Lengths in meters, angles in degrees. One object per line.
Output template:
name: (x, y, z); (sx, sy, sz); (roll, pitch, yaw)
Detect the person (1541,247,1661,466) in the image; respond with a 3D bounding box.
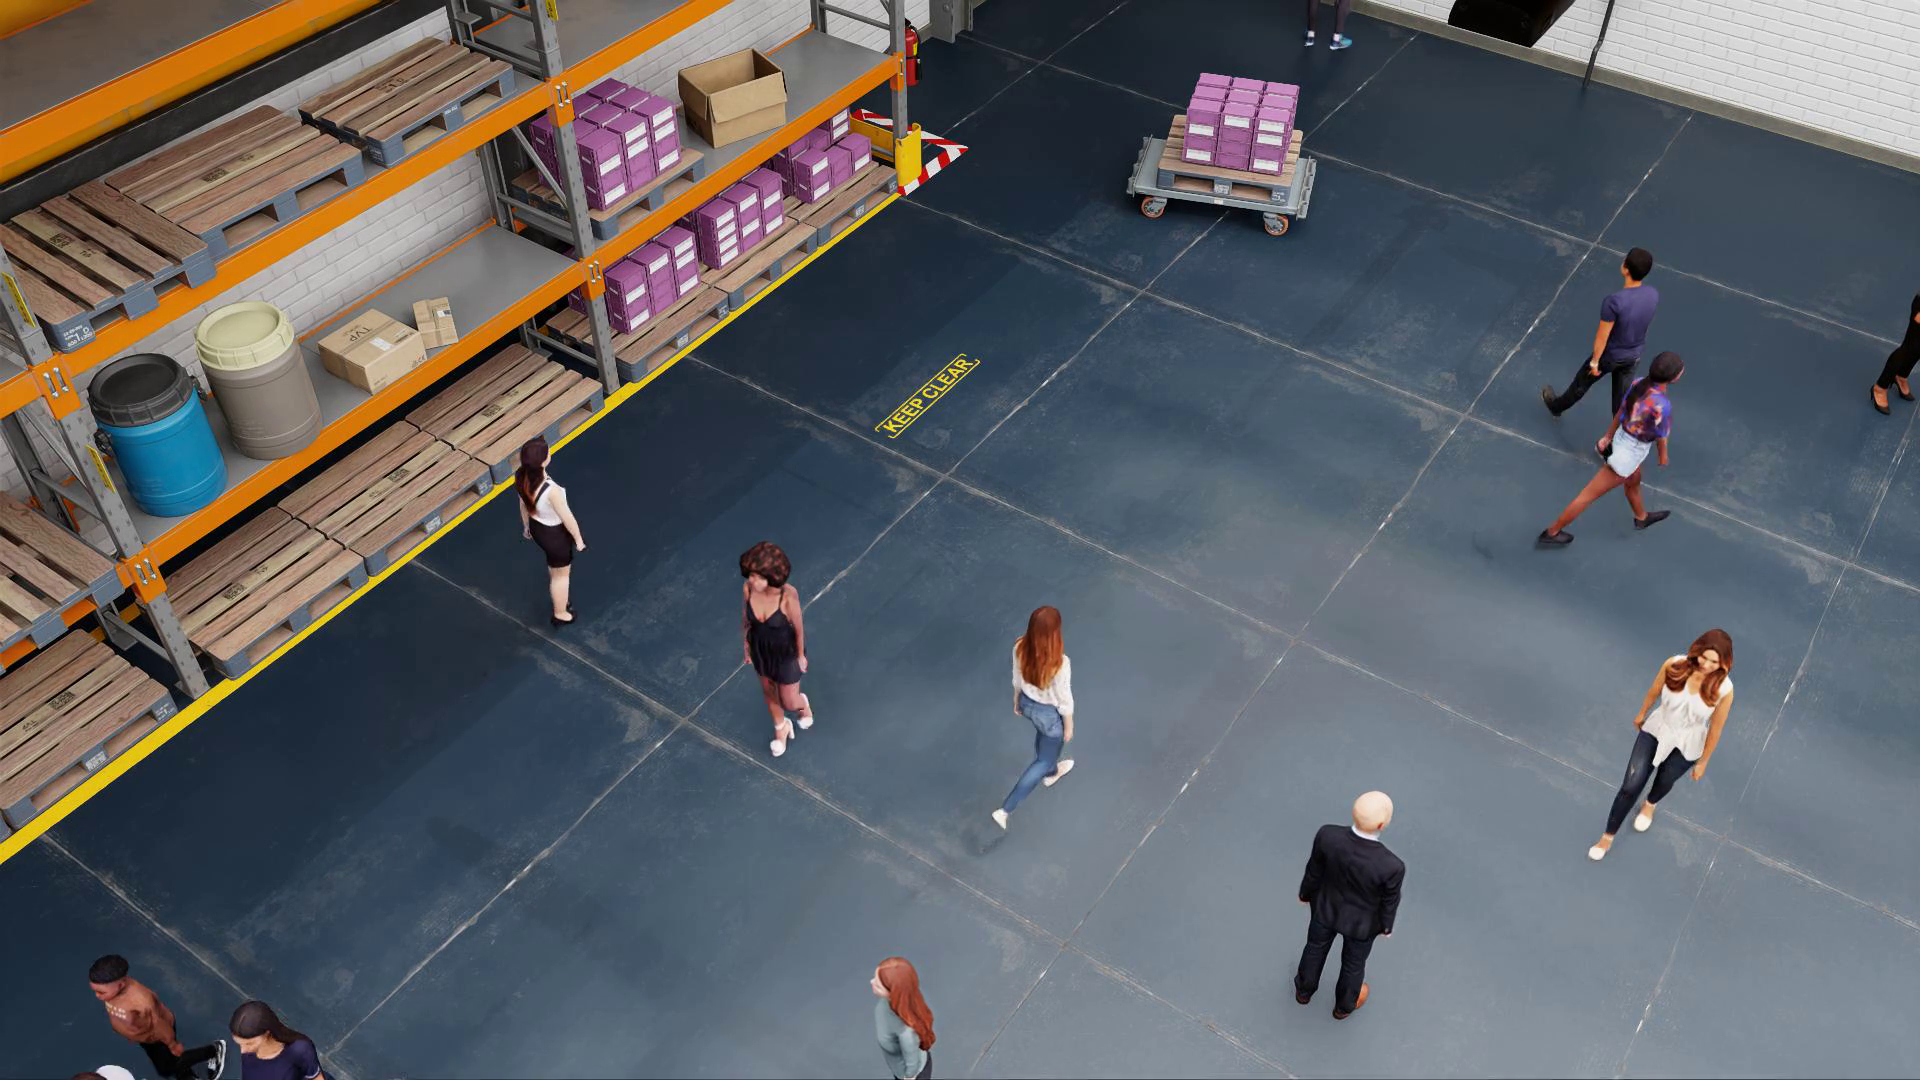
person: (4.967, -1.316, 12.449); (1.133, 1.740, 1.163); (-9, 44, -9)

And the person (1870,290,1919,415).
person: (7.559, -1.808, 12.894); (0.666, 1.838, 0.789); (-24, 49, -23)

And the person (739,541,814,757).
person: (-1.107, 0.642, 10.363); (0.652, 1.782, 0.728); (14, 45, 14)

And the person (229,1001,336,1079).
person: (-3.193, 2.707, 8.226); (0.804, 1.740, 1.101); (11, 45, 12)

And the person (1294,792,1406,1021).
person: (2.079, 1.982, 8.945); (0.681, 1.797, 0.577); (24, 49, 23)

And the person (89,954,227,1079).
person: (-4.212, 2.531, 8.771); (0.542, 1.242, 0.633); (21, 48, 21)

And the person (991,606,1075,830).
person: (0.443, 1.068, 9.971); (0.702, 1.705, 1.087); (34, 53, 30)

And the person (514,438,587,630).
person: (-2.795, 0.017, 11.124); (0.575, 1.637, 0.577); (25, 49, 24)

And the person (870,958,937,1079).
person: (-0.276, 2.606, 8.331); (0.720, 1.742, 0.652); (-5, 44, -5)

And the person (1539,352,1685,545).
person: (4.585, -0.579, 11.715); (1.167, 1.685, 1.174); (-4, 44, -4)

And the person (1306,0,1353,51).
person: (3.883, -6.036, 17.356); (0.777, 1.806, 0.616); (11, 45, 11)

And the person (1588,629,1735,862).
person: (4.261, 1.133, 9.864); (0.641, 1.760, 0.948); (28, 50, 26)
